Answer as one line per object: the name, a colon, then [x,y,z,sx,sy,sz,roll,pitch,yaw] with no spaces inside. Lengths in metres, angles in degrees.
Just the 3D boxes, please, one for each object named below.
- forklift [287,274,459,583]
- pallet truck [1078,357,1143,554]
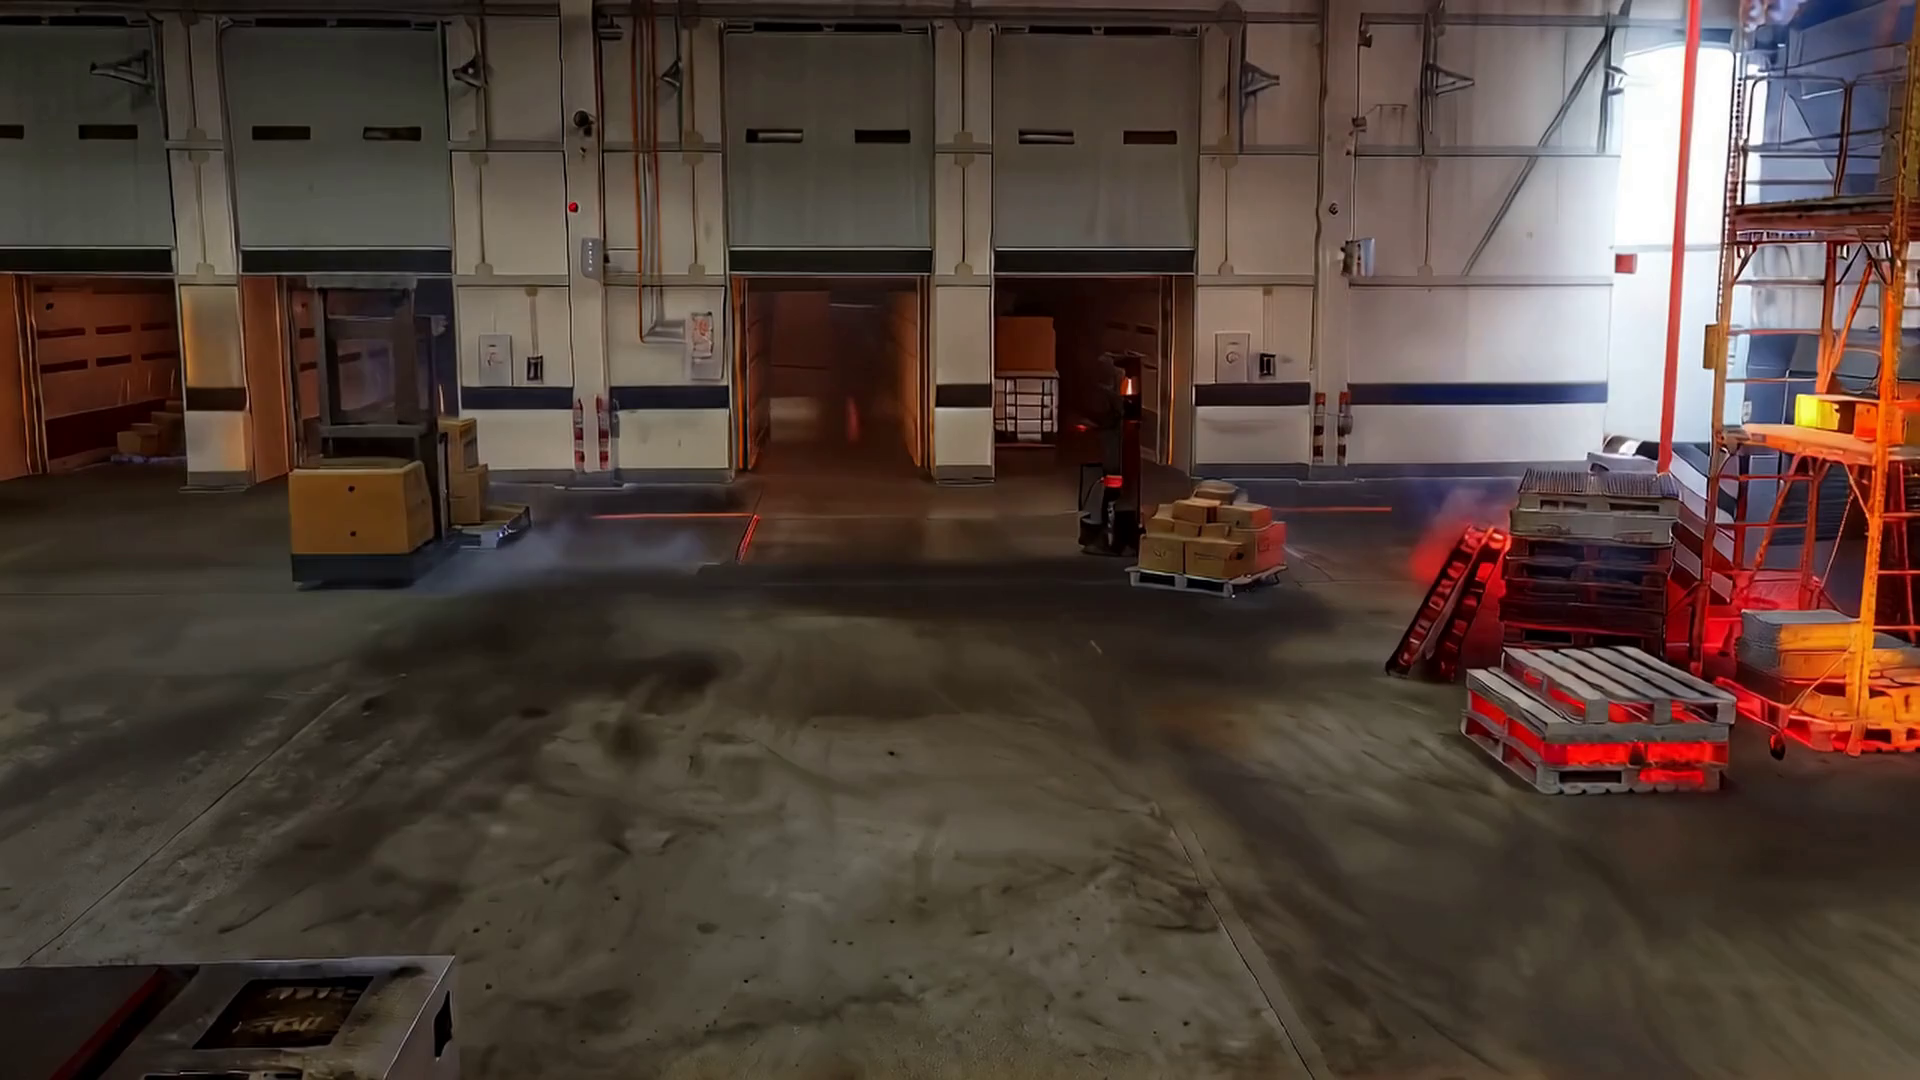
forklift: [-5.553,-1.098,15.644,1.129,2.768,1.873,-1,9,-4]
pallet truck: [2.088,-0.836,16.757,1.885,1.965,0.823,2,9,13]
